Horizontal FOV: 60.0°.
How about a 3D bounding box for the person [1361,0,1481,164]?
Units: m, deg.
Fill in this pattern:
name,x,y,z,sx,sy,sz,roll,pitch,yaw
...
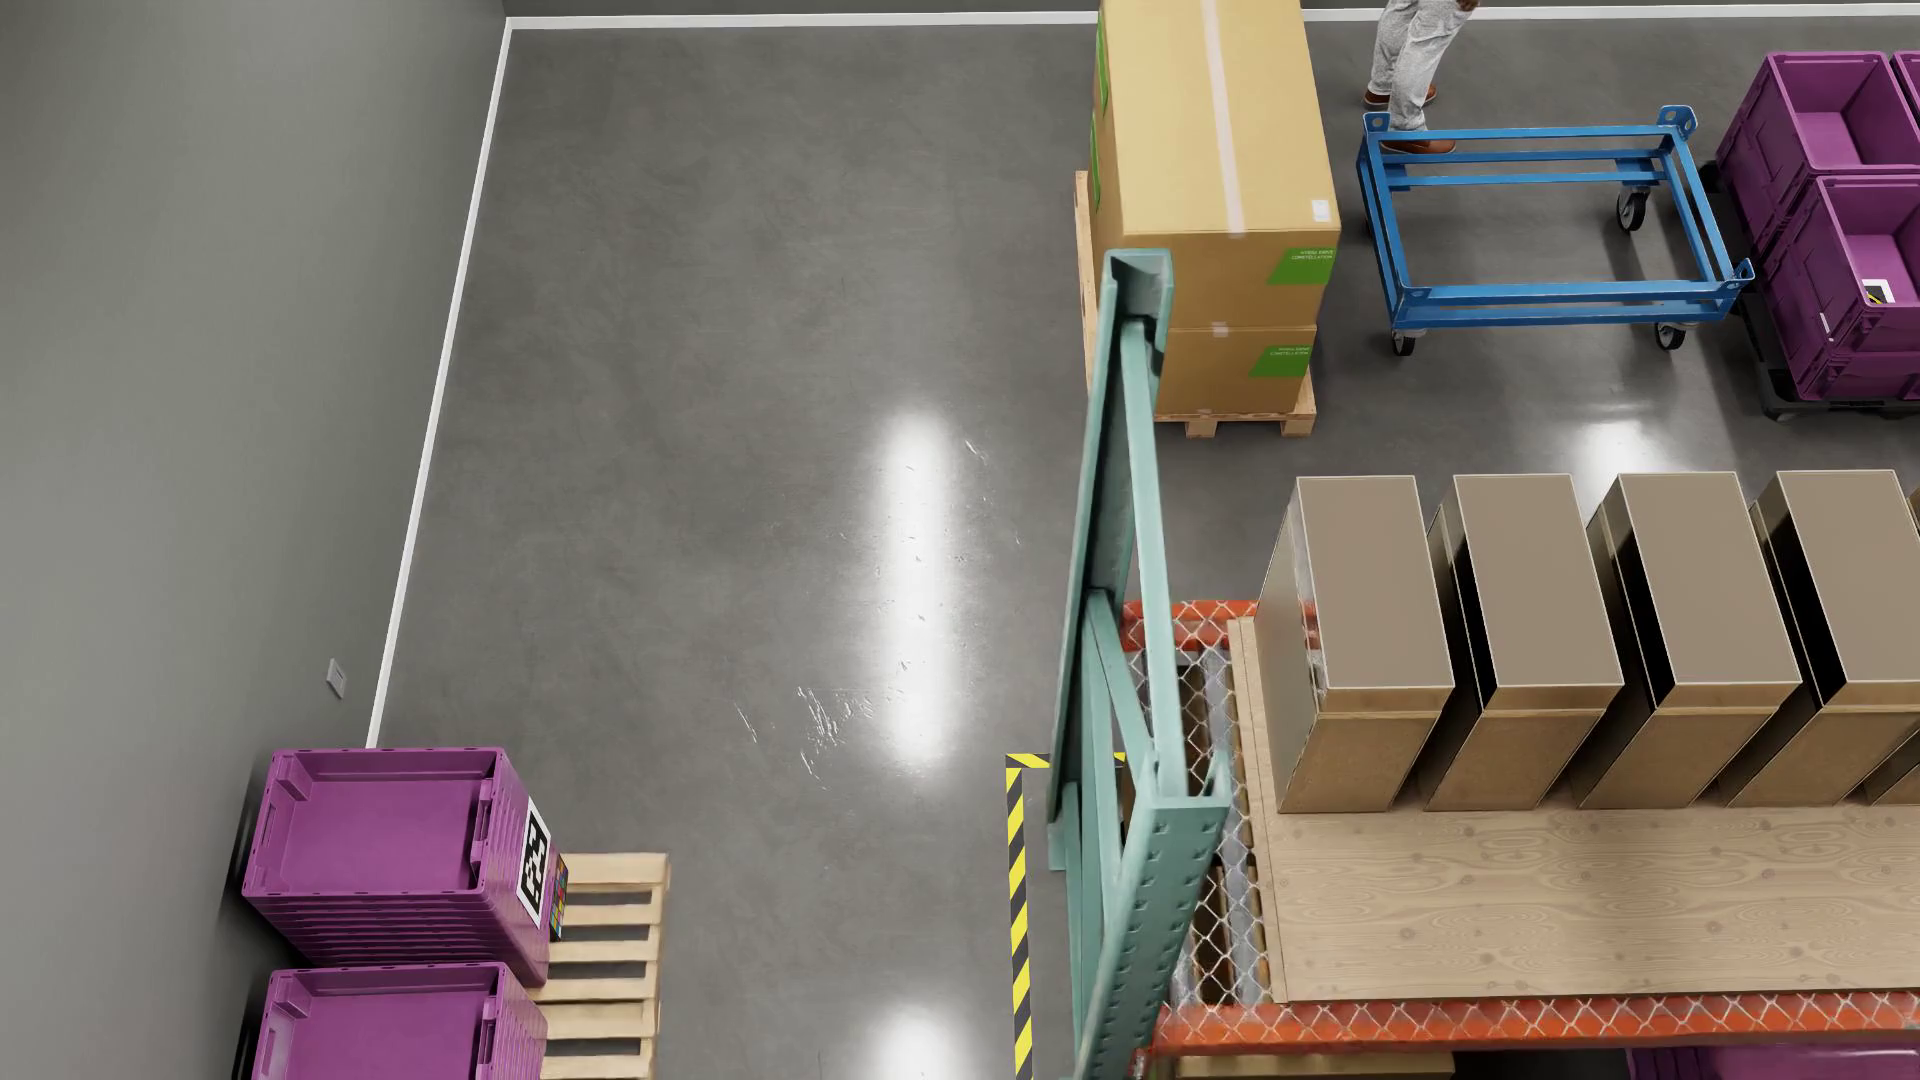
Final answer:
name,x,y,z,sx,sy,sz,roll,pitch,yaw
person,1.822,-2.234,6.073,0.369,1.939,0.631,-3,58,-2
